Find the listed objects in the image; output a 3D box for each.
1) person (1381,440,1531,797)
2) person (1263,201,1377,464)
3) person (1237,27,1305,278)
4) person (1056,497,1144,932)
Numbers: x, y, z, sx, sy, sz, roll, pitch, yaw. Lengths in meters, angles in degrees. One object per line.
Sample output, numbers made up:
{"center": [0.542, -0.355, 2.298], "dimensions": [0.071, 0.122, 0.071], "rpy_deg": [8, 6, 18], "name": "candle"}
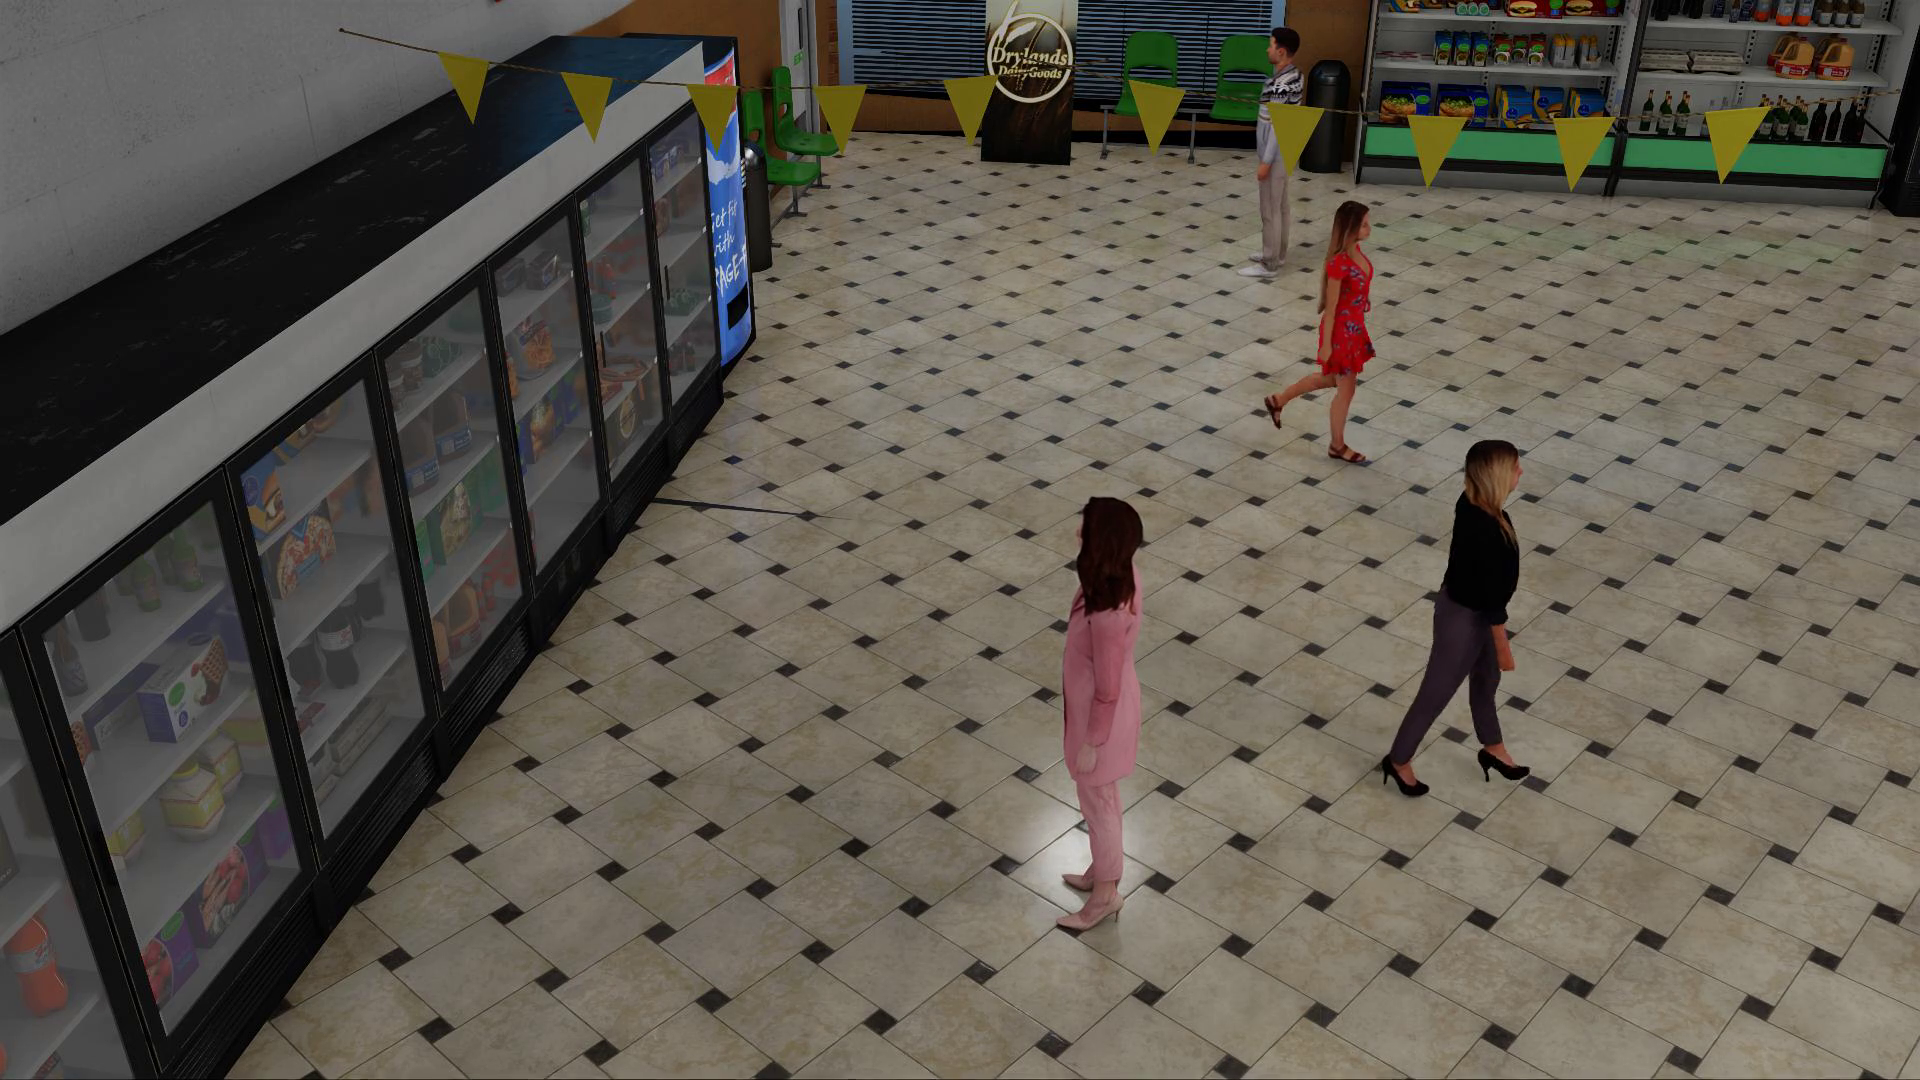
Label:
{"center": [1.956, 0.361, 6.785], "dimensions": [0.838, 1.651, 0.590], "rpy_deg": [6, 29, 10], "name": "person"}
{"center": [2.151, -1.224, 9.765], "dimensions": [0.941, 1.578, 0.701], "rpy_deg": [13, 31, 22], "name": "person"}
{"center": [2.406, -2.933, 12.599], "dimensions": [0.649, 1.861, 0.729], "rpy_deg": [11, 31, 20], "name": "person"}
{"center": [0.528, 0.651, 6.094], "dimensions": [0.503, 1.803, 0.603], "rpy_deg": [4, 29, 8], "name": "person"}
